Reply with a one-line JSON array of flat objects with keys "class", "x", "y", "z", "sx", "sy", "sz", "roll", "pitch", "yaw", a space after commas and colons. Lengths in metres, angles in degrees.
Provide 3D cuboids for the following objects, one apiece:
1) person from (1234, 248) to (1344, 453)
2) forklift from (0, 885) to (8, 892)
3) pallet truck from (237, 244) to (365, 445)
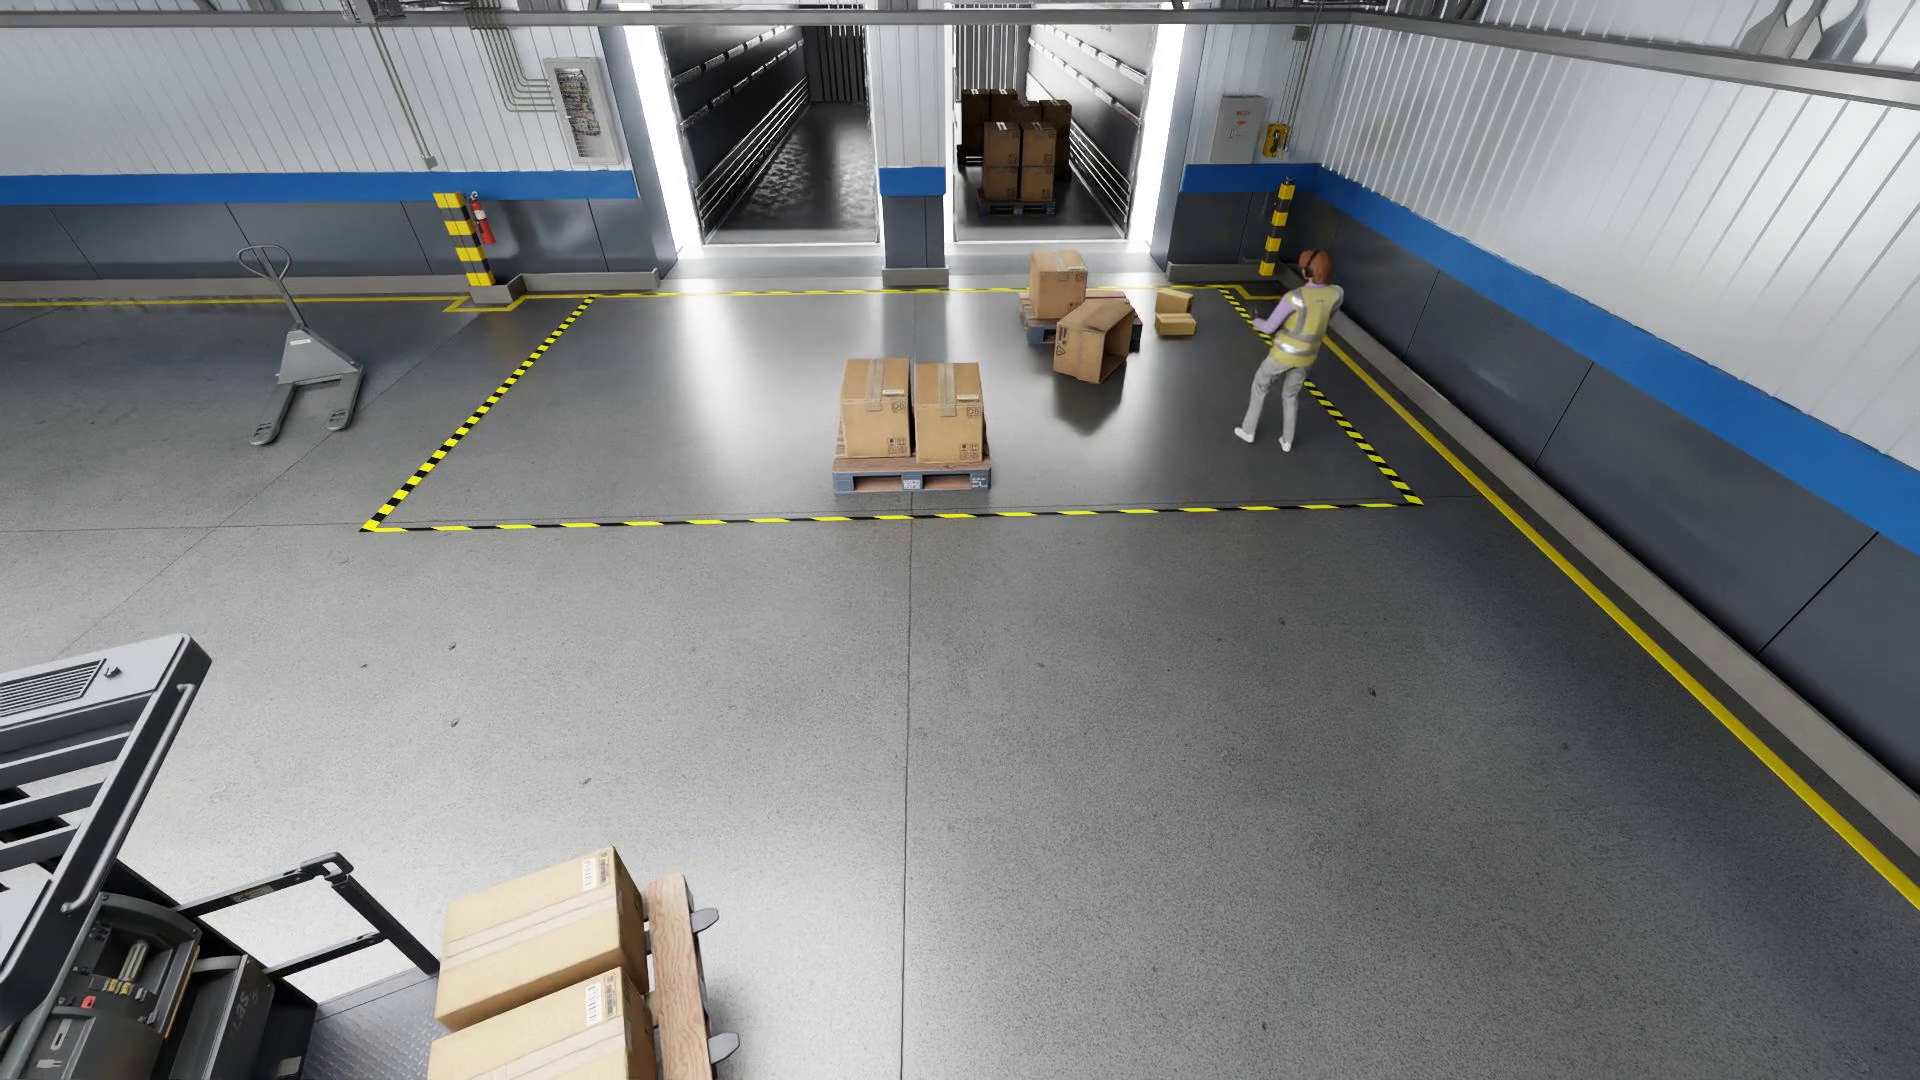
[{"class": "person", "x": 2.575, "y": -1.517, "z": 5.810, "sx": 0.609, "sy": 1.601, "sz": 0.647, "roll": -7, "pitch": 39, "yaw": -9}, {"class": "forklift", "x": -2.319, "y": 1.487, "z": 1.663, "sx": 0.776, "sy": 2.013, "sz": 0.716, "roll": -15, "pitch": 41, "yaw": -18}, {"class": "pallet truck", "x": -5.915, "y": -1.733, "z": 6.366, "sx": 0.680, "sy": 1.201, "sz": 1.601, "roll": -18, "pitch": 42, "yaw": -21}]
